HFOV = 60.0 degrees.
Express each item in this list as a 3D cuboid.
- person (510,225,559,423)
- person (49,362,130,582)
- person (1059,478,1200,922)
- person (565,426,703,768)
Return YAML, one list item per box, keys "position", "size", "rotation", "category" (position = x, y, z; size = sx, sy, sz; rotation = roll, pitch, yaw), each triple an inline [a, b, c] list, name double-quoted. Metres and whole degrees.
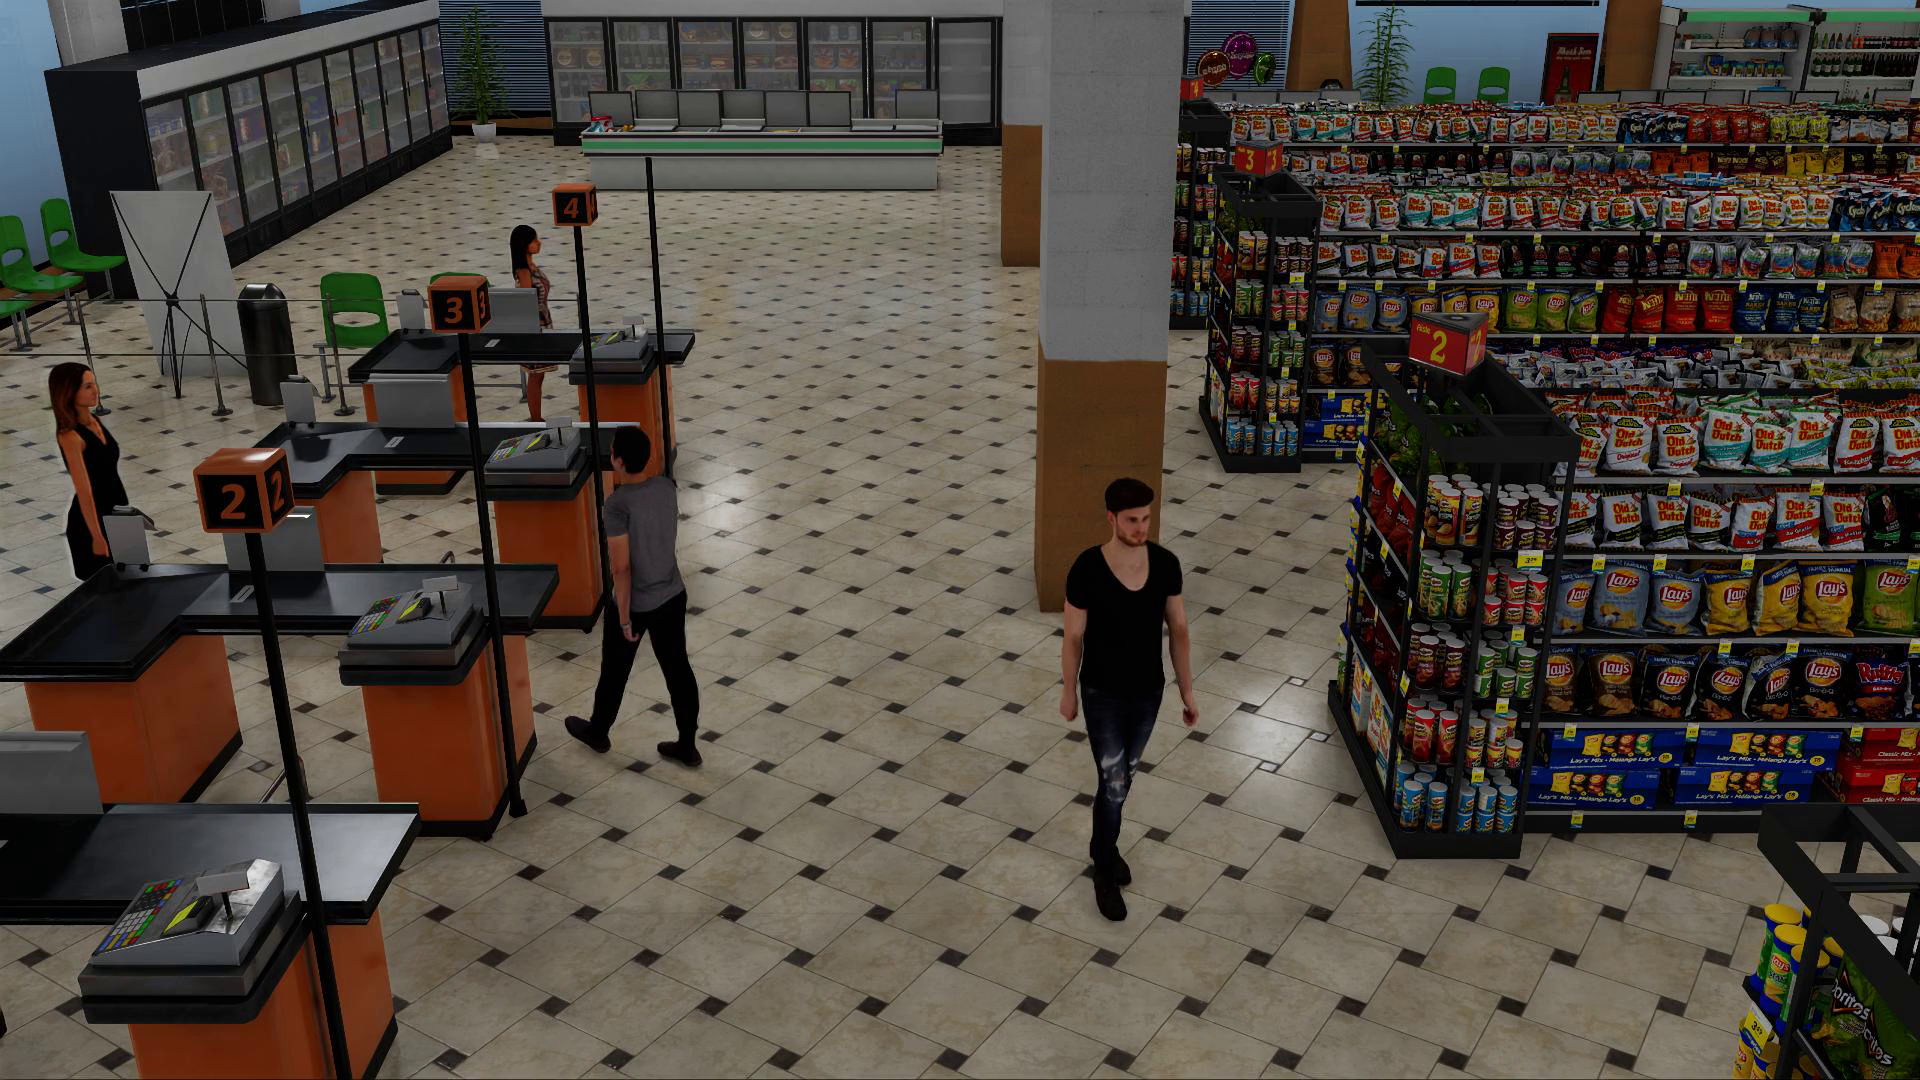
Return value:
- position: [-3.301, -1.614, 12.854]
  size: [0.601, 1.643, 0.689]
  rotation: [-5, 22, -12]
  category: "person"
- position: [-4.469, -0.035, 8.668]
  size: [0.580, 1.834, 0.616]
  rotation: [-4, 22, -10]
  category: "person"
- position: [0.647, 0.598, 7.038]
  size: [0.868, 1.874, 0.893]
  rotation: [-9, 23, -21]
  category: "person"
- position: [-1.441, 0.306, 7.960]
  size: [1.067, 1.728, 0.960]
  rotation: [16, 27, 34]
  category: "person"
